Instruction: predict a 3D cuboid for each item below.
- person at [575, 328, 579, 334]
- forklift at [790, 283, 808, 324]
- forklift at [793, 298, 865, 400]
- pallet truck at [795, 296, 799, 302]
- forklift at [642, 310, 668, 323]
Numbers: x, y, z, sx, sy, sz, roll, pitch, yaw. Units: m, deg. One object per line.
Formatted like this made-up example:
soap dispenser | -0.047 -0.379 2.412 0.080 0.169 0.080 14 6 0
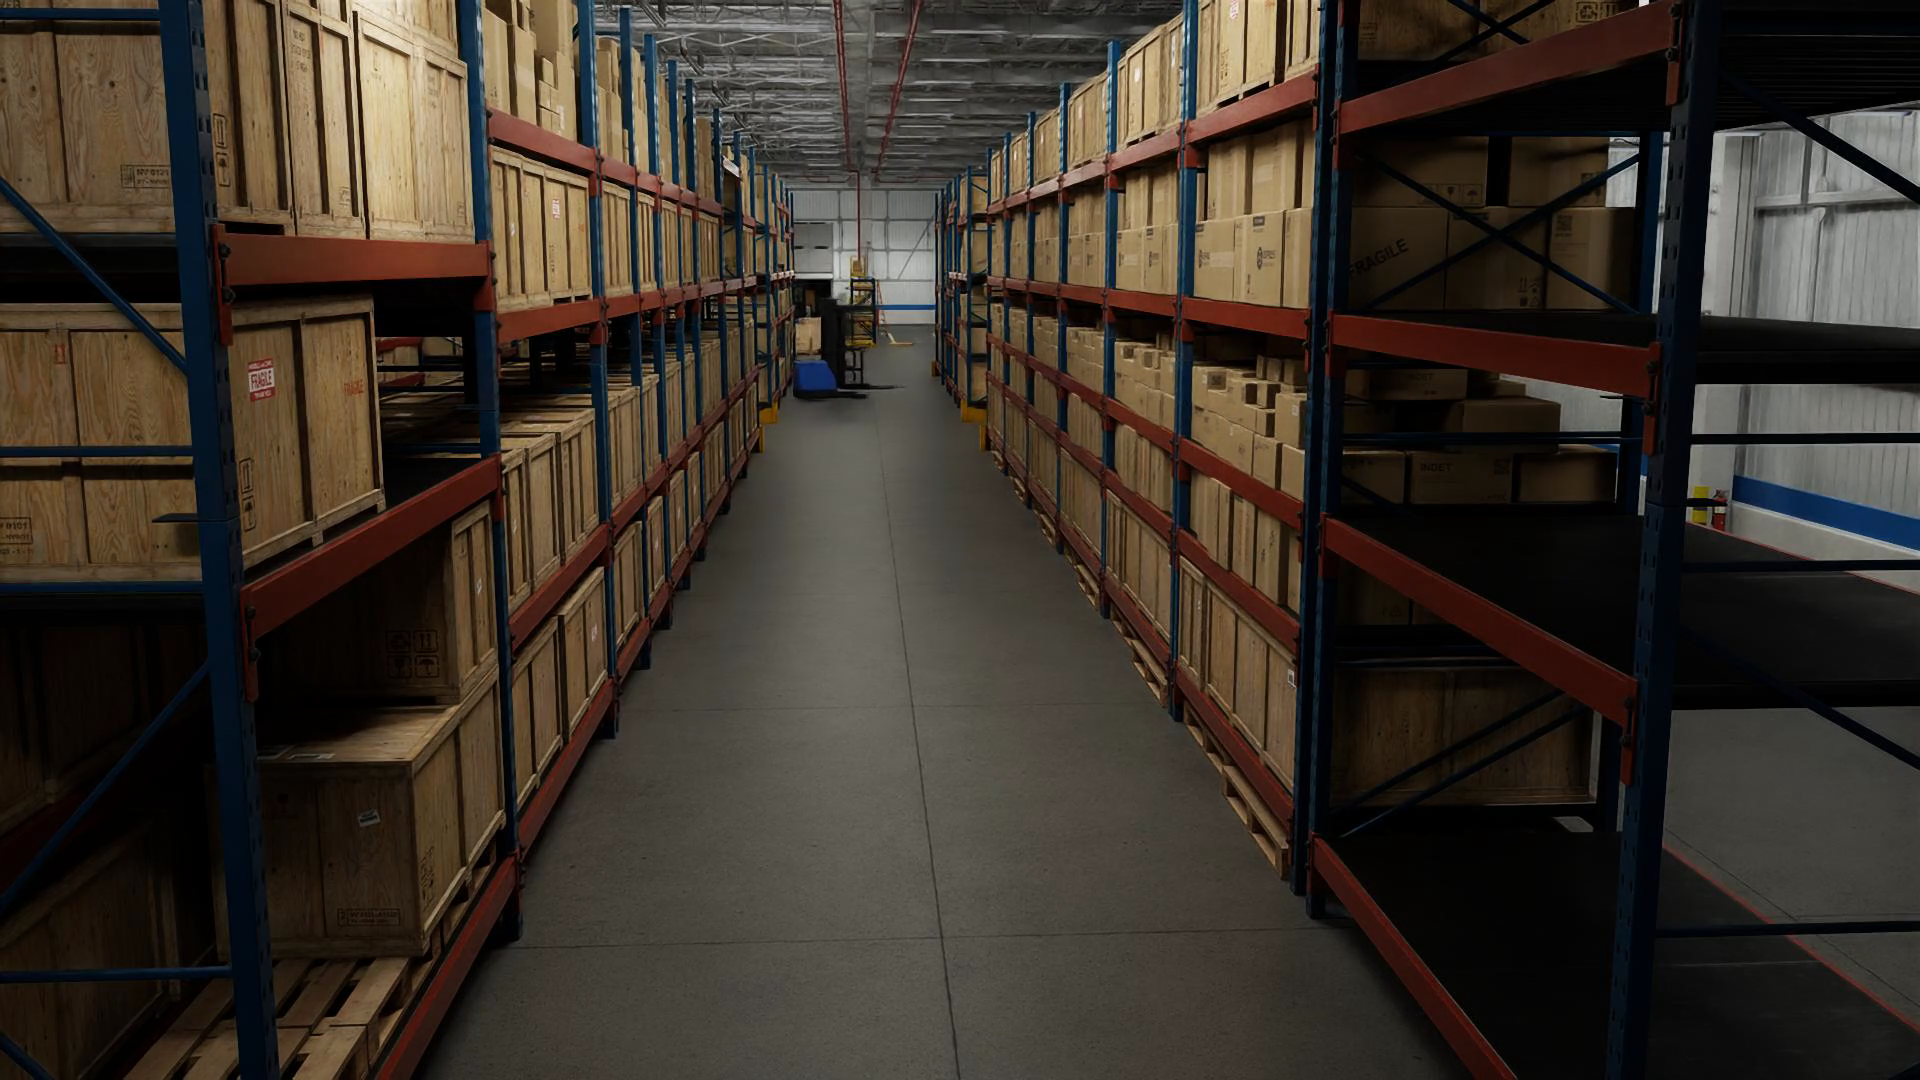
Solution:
person | -10.685 -4.892 46.182 0.609 2.044 0.394 -5 11 -27
forklift | -7.801 -10.935 79.789 1.129 2.768 1.873 -5 11 -30
forklift | -3.679 -5.334 46.329 1.873 2.768 1.129 -3 10 -15
pallet truck | -8.622 -12.439 91.403 1.885 1.965 0.823 2 10 13
forklift | -10.366 -7.063 56.657 1.129 2.768 1.873 -1 10 -3
